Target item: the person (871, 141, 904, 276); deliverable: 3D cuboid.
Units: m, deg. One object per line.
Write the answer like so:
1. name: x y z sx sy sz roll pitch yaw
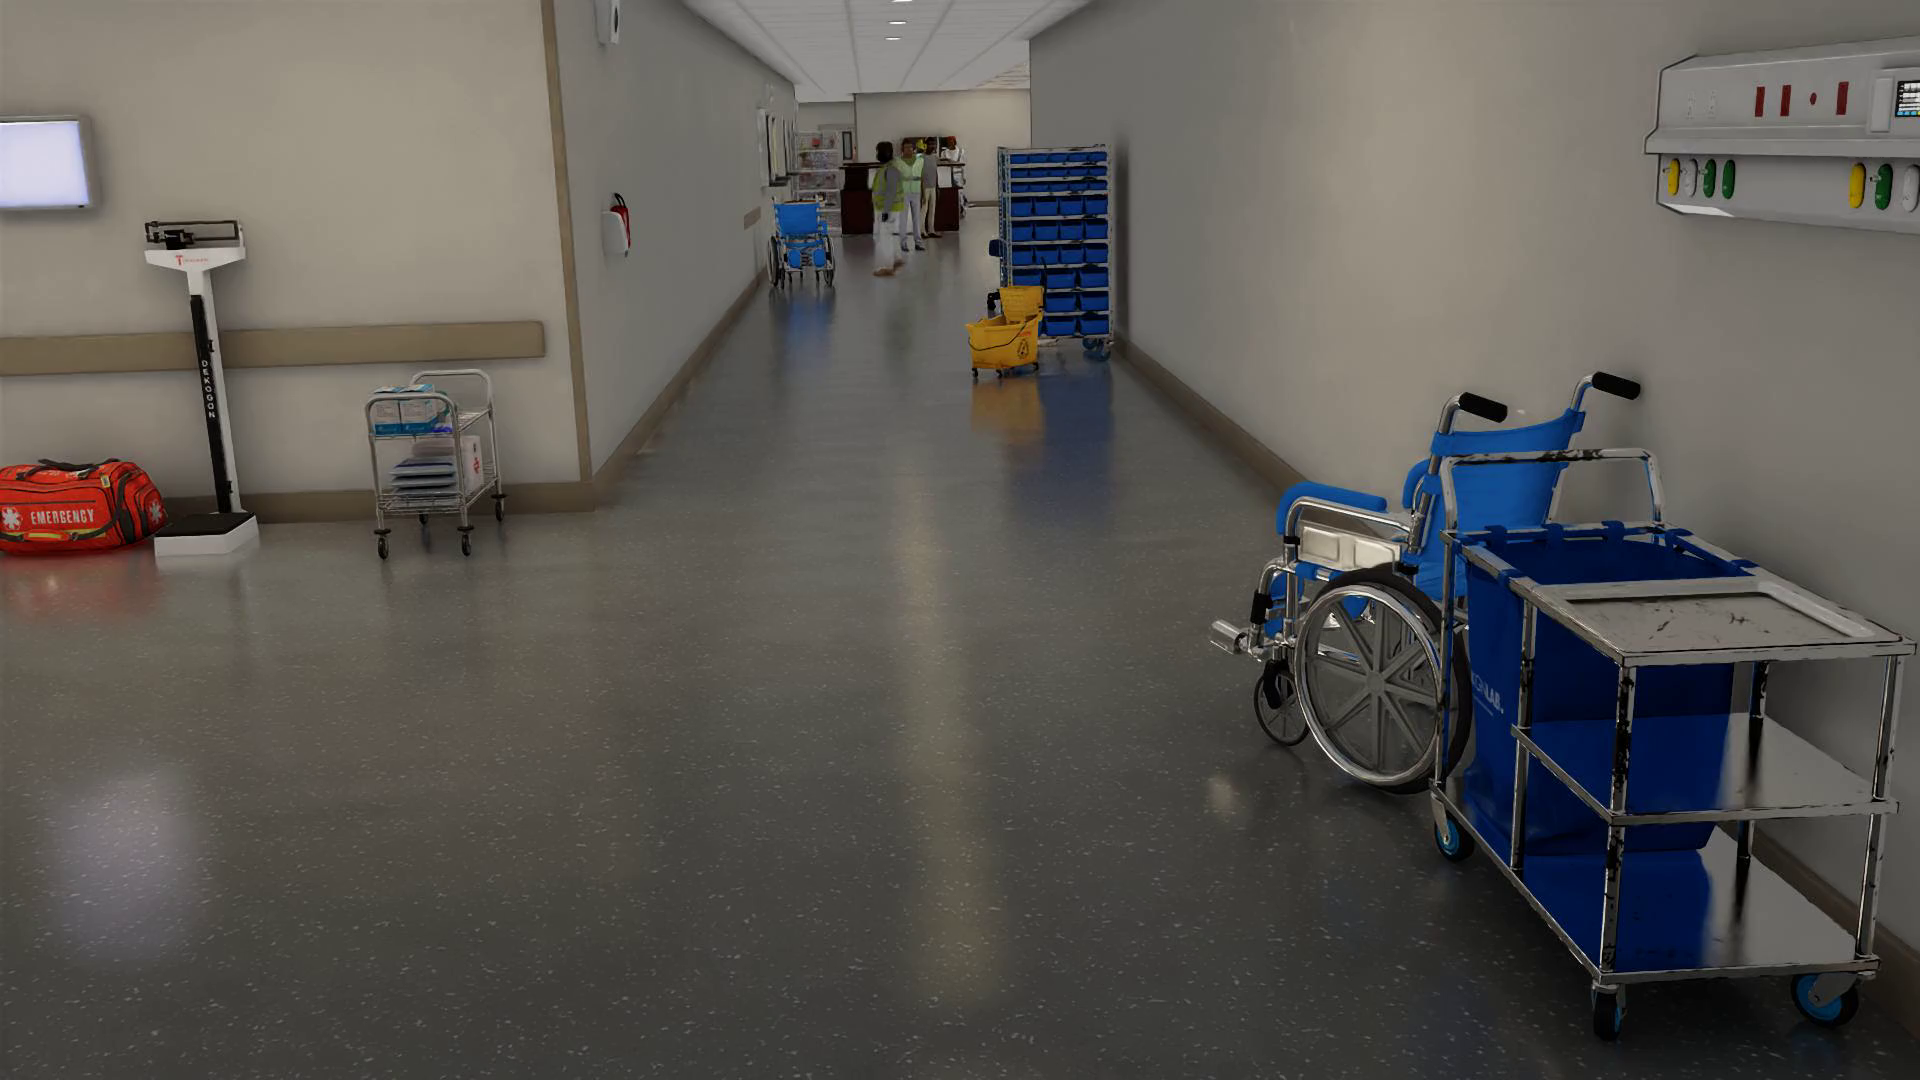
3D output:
1. person: -0.997 -4.532 22.780 0.443 1.822 0.648 -5 14 -12

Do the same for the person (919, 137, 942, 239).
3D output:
1. person: -0.578 -6.527 30.864 0.327 1.863 0.508 11 19 42

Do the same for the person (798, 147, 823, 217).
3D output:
1. person: -3.787 -8.713 40.517 0.950 1.712 0.527 1 14 10

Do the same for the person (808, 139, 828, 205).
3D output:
1. person: -3.988 -10.063 45.723 0.573 1.883 0.986 7 16 30

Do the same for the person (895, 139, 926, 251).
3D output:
1. person: -0.852 -5.740 27.710 0.561 1.838 0.388 -7 15 -20

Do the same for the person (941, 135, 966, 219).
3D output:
1. person: -0.143 -8.247 37.846 0.582 1.878 0.353 1 14 13
